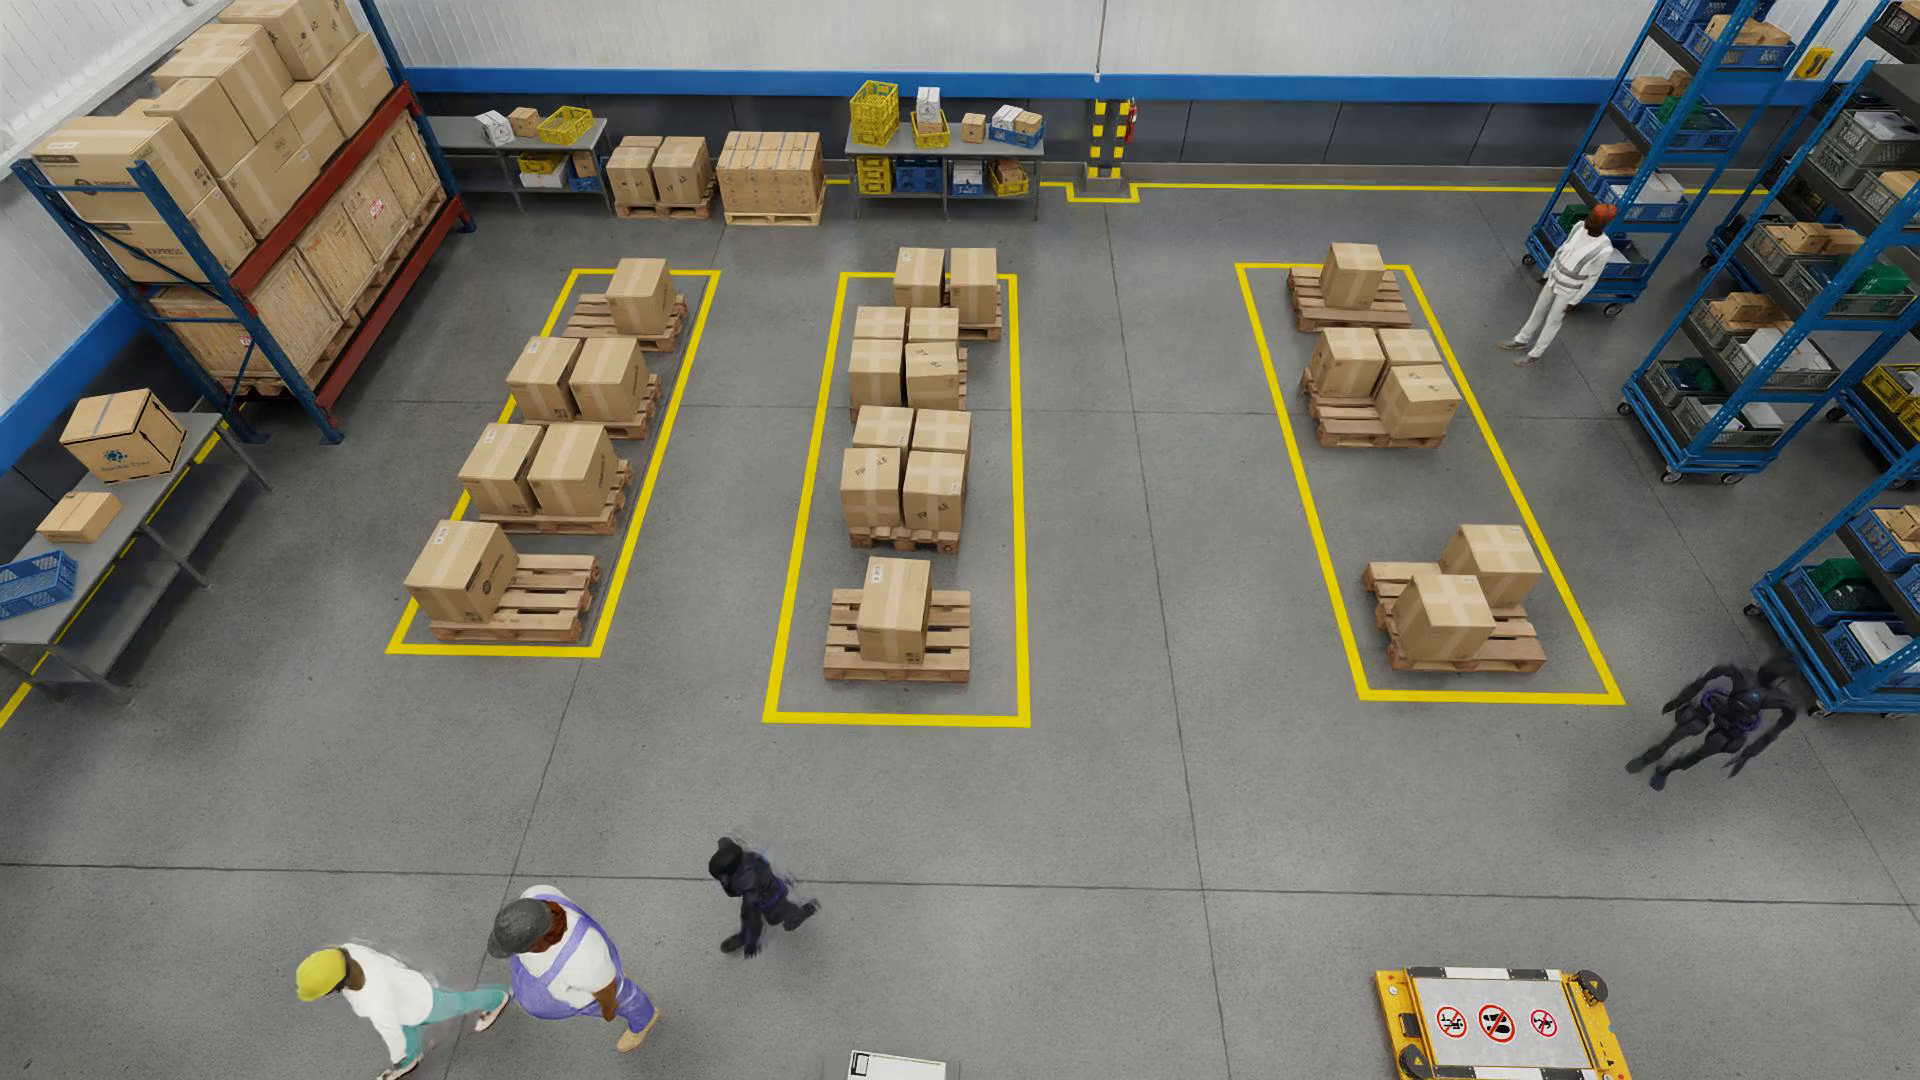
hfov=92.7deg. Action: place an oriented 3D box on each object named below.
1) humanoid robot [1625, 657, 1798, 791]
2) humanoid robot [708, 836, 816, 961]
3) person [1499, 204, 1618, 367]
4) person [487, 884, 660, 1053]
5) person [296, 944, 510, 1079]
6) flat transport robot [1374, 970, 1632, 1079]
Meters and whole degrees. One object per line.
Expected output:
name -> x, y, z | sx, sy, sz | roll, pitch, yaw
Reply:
humanoid robot -> 5.327, 1.339, 6.493 | 0.473, 1.642, 0.554 | -36, 59, -26
humanoid robot -> -1.300, 2.248, 5.765 | 0.712, 1.630, 0.562 | -34, 58, -25
person -> 6.318, -2.658, 9.612 | 0.353, 1.879, 0.575 | -6, 51, -5
person -> -2.238, 2.515, 5.293 | 0.674, 2.000, 0.536 | 35, 59, 25
person -> -3.297, 2.748, 5.303 | 0.538, 1.722, 0.884 | 32, 57, 23
flat transport robot -> 3.501, 3.133, 5.914 | 1.431, 0.197, 0.652 | 1, 51, 1
